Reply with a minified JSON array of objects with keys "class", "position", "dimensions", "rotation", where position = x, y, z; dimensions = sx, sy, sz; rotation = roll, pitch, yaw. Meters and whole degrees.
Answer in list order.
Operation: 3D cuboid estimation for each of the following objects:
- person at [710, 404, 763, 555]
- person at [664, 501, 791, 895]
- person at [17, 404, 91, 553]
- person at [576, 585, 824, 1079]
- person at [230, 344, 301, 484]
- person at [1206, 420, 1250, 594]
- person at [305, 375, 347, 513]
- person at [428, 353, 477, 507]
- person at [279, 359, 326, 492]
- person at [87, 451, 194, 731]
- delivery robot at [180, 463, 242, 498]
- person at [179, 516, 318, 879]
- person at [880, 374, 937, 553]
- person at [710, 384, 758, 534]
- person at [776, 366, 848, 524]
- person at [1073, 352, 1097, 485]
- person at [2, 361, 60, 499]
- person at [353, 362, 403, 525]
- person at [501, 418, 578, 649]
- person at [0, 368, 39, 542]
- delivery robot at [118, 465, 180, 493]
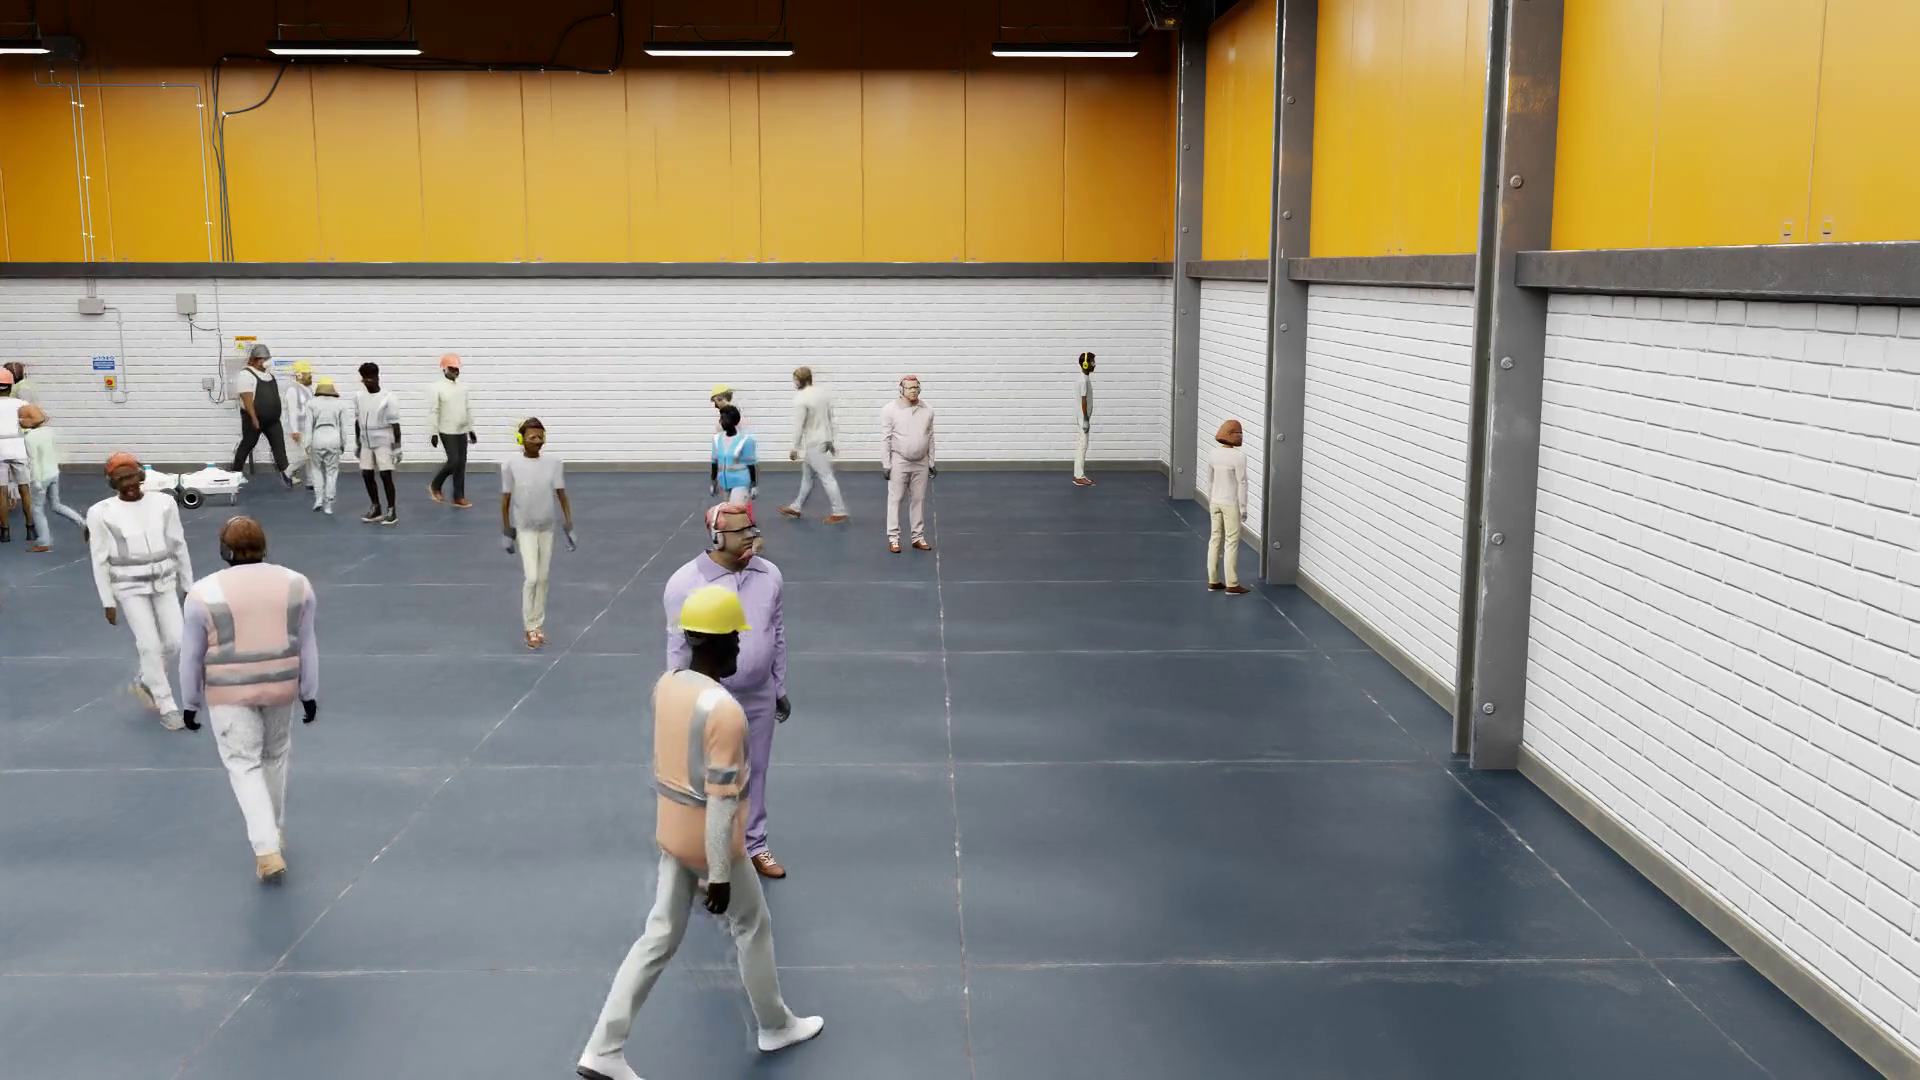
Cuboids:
[{"class":"person","position":[-2.289,-0.584,17.186],"dimensions":[0.540,1.663,0.837],"rotation":[6,11,32]},{"class":"person","position":[-1.114,0.759,8.164],"dimensions":[0.651,1.913,0.410],"rotation":[-7,12,-36]},{"class":"person","position":[-9.695,-0.659,17.792],"dimensions":[0.611,1.608,0.525],"rotation":[0,9,0]},{"class":"person","position":[-1.001,1.100,6.198],"dimensions":[1.013,1.879,0.598],"rotation":[-8,12,-39]},{"class":"person","position":[-9.896,-1.796,23.439],"dimensions":[1.030,2.000,0.682],"rotation":[4,10,21]},{"class":"person","position":[2.506,-0.310,15.573],"dimensions":[0.285,1.631,0.501],"rotation":[-6,11,-33]},{"class":"person","position":[-7.882,-1.187,20.700],"dimensions":[0.514,1.700,0.479],"rotation":[-4,10,-25]},{"class":"person","position":[-6.462,-1.392,21.145],"dimensions":[0.493,1.978,0.617],"rotation":[5,10,26]},{"class":"person","position":[-8.901,-1.532,22.491],"dimensions":[0.507,1.818,0.613],"rotation":[1,9,6]},{"class":"person","position":[-5.389,0.331,10.994],"dimensions":[0.602,1.862,0.631],"rotation":[8,12,41]},{"class":"delivery robot","position":[-9.558,-0.745,21.247],"dimensions":[0.707,0.478,0.477],"rotation":[-3,10,-19]},{"class":"person","position":[-3.554,0.790,8.377],"dimensions":[0.633,1.824,0.855],"rotation":[-8,12,-41]},{"class":"person","position":[-0.539,-0.821,17.863],"dimensions":[0.636,1.911,0.406],"rotation":[-5,10,-26]},{"class":"person","position":[-2.587,-0.919,19.052],"dimensions":[0.406,1.724,0.690],"rotation":[-5,10,-27]},{"class":"person","position":[-1.771,-1.128,19.828],"dimensions":[1.005,1.871,0.639],"rotation":[3,10,20]},{"class":"person","position":[1.765,-1.708,23.419],"dimensions":[0.312,1.869,0.536],"rotation":[0,9,-1]},{"class":"person","position":[-12.384,-1.459,22.048],"dimensions":[0.632,1.826,0.634],"rotation":[-7,12,-38]},{"class":"person","position":[-6.911,-1.151,19.769],"dimensions":[0.646,1.944,0.497],"rotation":[3,10,17]},{"class":"person","position":[-3.355,-0.057,13.361],"dimensions":[0.522,1.847,0.649],"rotation":[-7,11,-35]},{"class":"person","position":[-10.603,-0.946,18.540],"dimensions":[0.550,1.935,0.376],"rotation":[-5,11,-28]},{"class":"delivery robot","position":[-10.263,-0.707,21.019],"dimensions":[0.707,0.478,0.477],"rotation":[-3,10,-19]}]
